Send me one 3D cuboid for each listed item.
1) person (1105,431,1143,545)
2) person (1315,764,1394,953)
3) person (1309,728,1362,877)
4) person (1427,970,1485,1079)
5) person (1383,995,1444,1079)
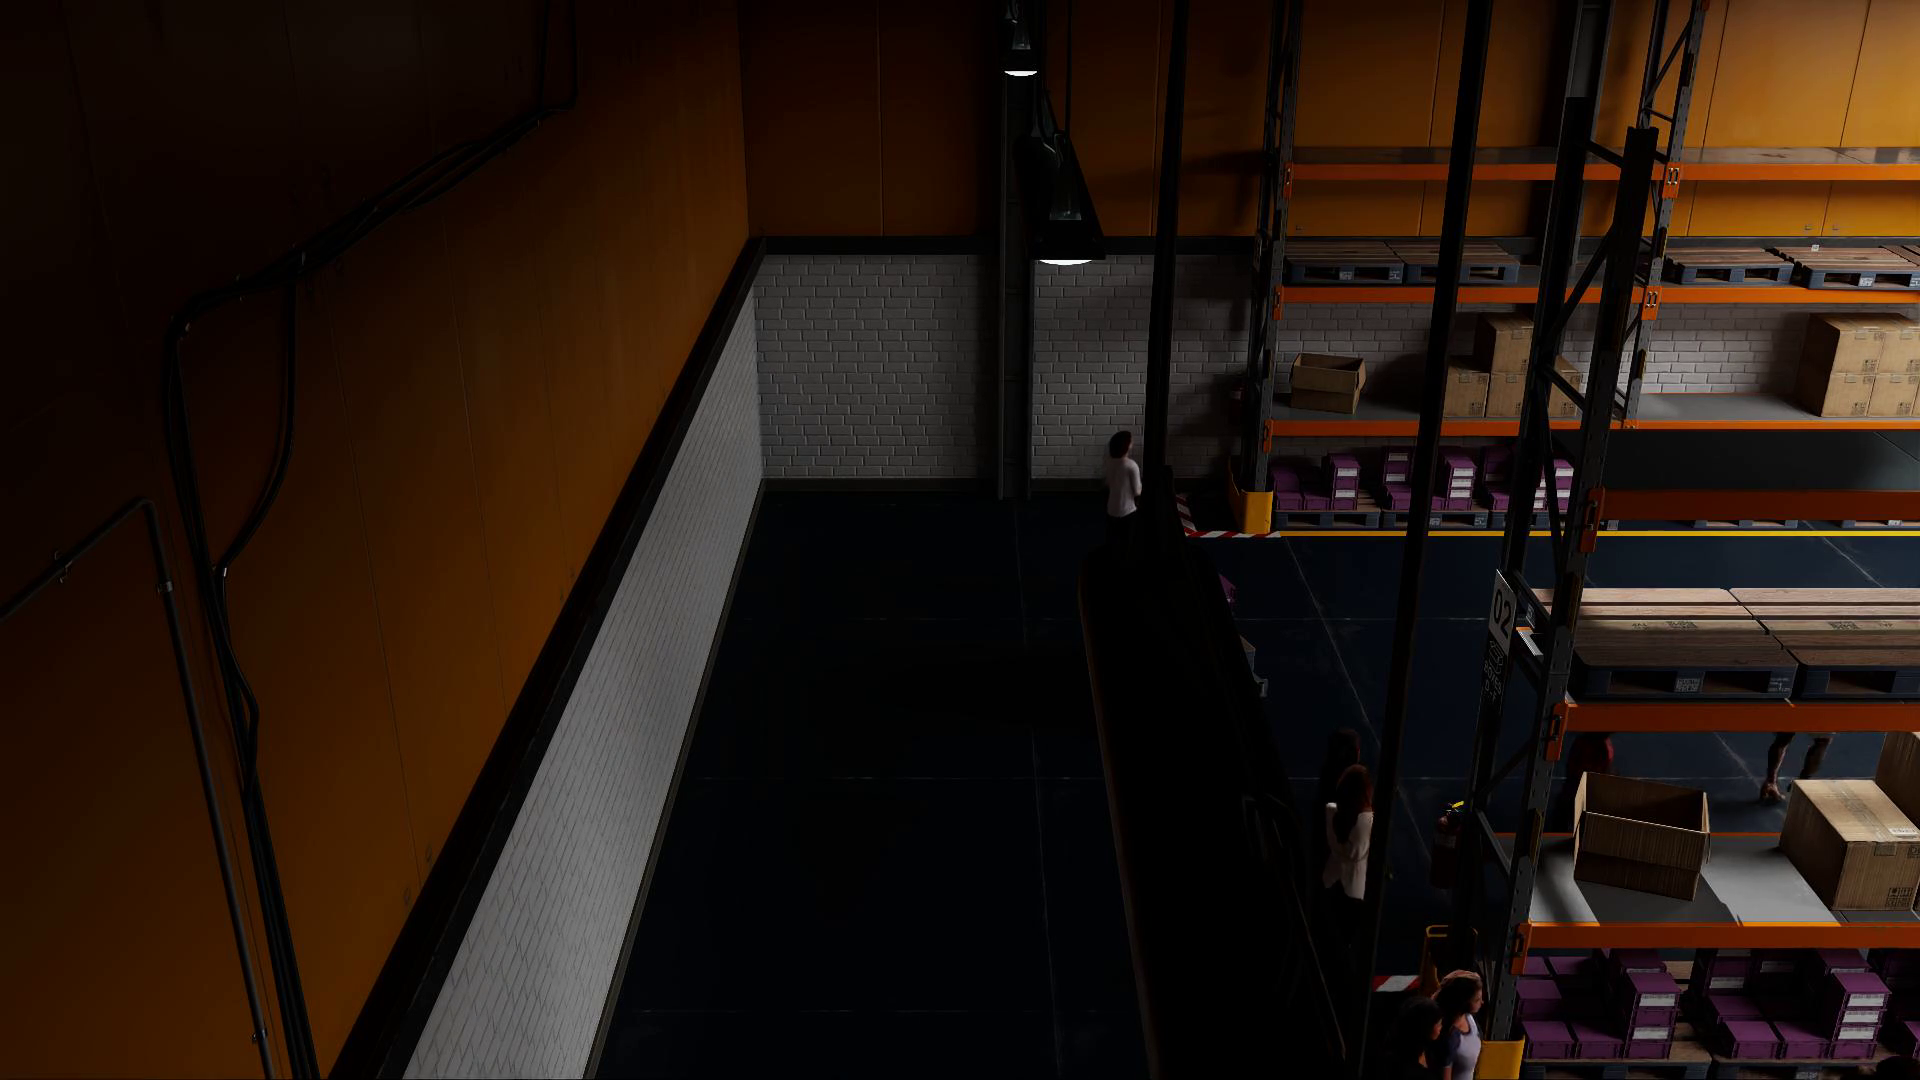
[{"bbox_3d":[1.618,-0.250,16.806,0.728,1.794,0.669,-22,32,-40],"label":"person"},{"bbox_3d":[2.516,2.331,10.945,0.979,1.759,0.977,16,28,32],"label":"person"},{"bbox_3d":[2.687,2.066,11.584,0.985,1.734,0.787,-7,25,-16],"label":"person"},{"bbox_3d":[2.601,3.087,9.267,0.780,1.718,0.728,13,27,28],"label":"person"},{"bbox_3d":[2.299,3.177,9.072,0.775,1.709,0.712,13,27,27],"label":"person"}]
